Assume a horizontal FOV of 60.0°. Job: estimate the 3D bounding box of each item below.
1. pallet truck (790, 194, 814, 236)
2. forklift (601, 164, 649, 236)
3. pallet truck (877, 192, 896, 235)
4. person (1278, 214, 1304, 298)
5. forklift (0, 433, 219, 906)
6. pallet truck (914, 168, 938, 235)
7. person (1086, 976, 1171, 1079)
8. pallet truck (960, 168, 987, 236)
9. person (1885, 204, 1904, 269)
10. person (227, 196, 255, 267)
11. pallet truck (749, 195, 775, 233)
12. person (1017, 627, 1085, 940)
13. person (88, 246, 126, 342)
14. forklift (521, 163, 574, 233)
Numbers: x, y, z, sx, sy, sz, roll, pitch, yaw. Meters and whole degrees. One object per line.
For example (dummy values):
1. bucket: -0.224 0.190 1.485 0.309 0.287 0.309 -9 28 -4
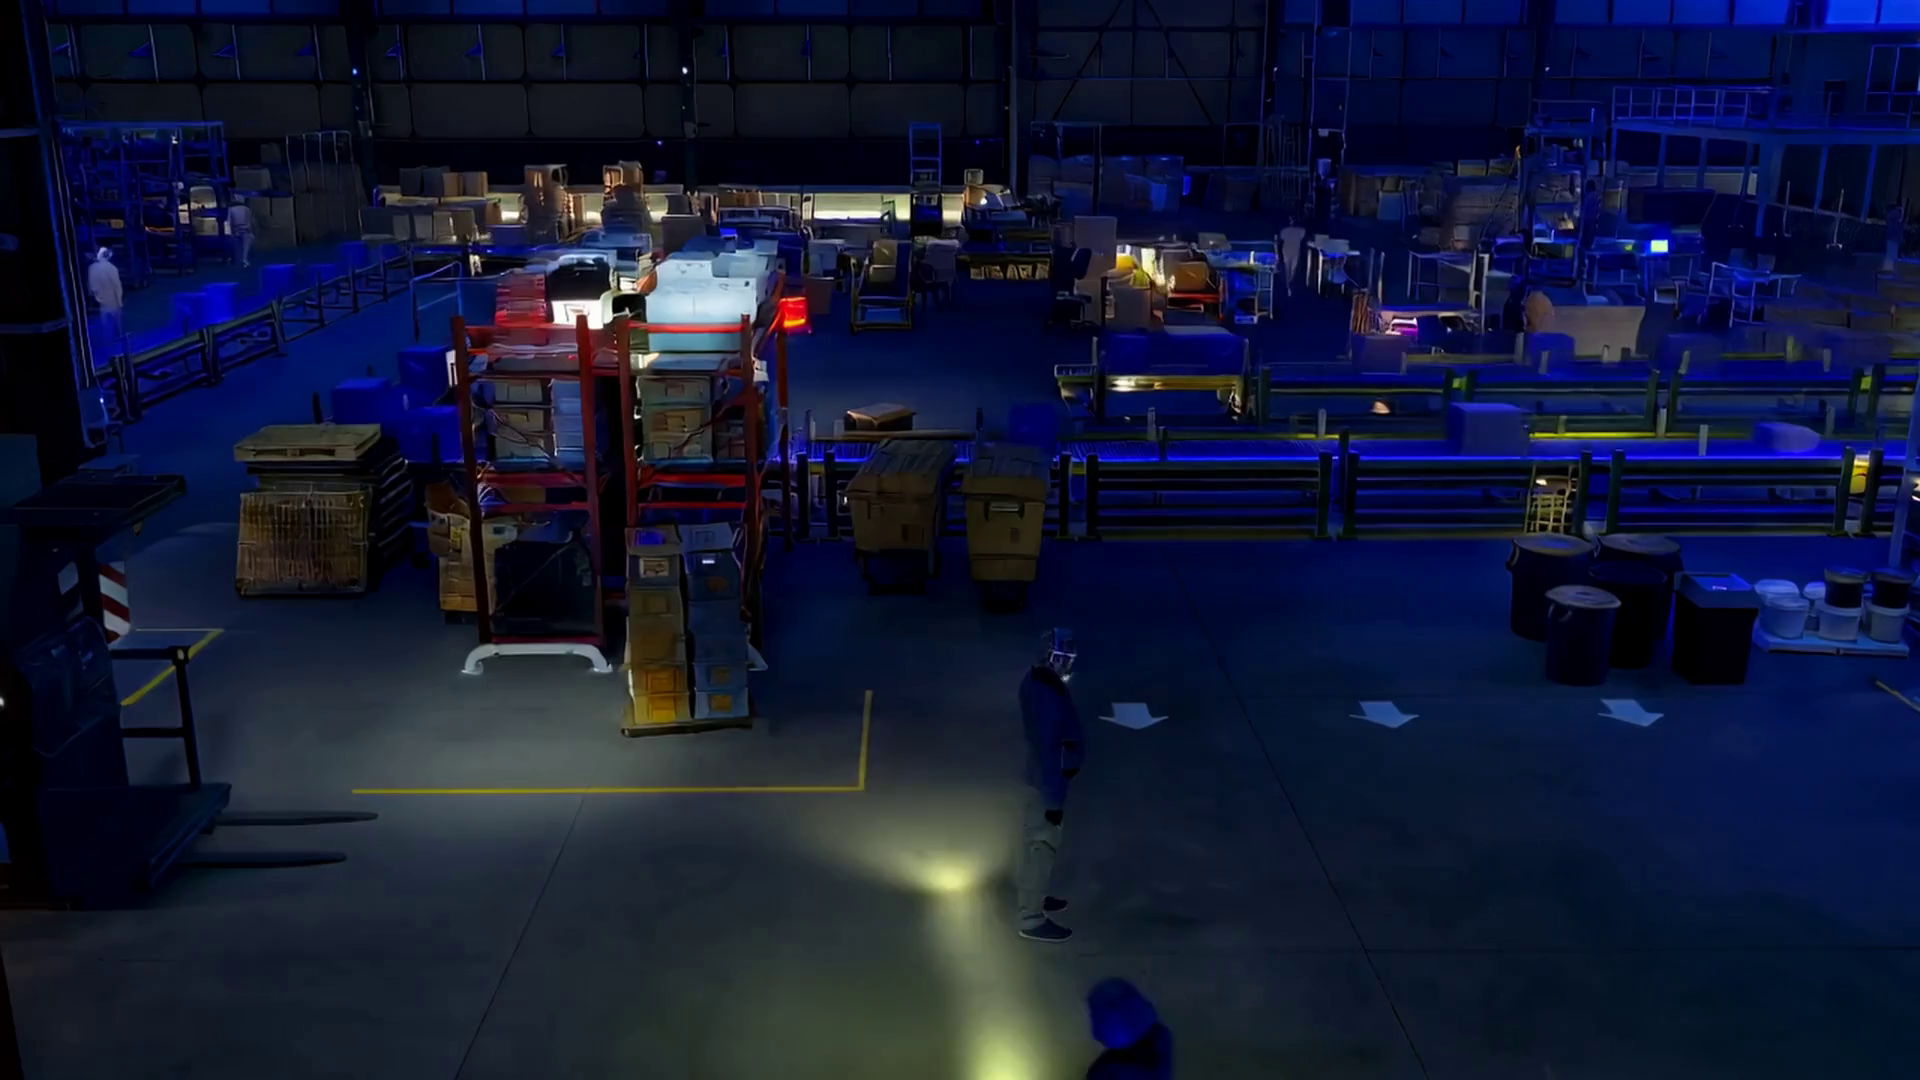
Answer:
1. pallet truck: -4.814 -9.883 50.259 0.704 1.261 1.522 -1 16 -3
2. forklift: -9.948 -10.127 49.296 1.157 1.987 2.680 -1 16 -3
3. pallet truck: -2.277 -9.986 50.594 0.653 1.274 1.630 0 16 -1
4. person: 7.360 -6.271 36.775 0.547 1.811 0.966 -2 16 -5
5. forklift: -5.952 0.780 10.366 1.873 2.768 1.129 0 16 -1
6. pallet truck: -0.989 -10.316 50.507 0.823 1.965 1.885 1 16 3
7. person: 0.699 2.488 6.741 0.515 1.580 0.890 -13 20 -37
8. pallet truck: 0.383 -10.230 50.206 0.823 1.965 1.885 -1 16 -3
9. person: 22.466 -7.182 40.020 0.300 1.772 0.532 2 16 6
10. person: -18.140 -7.767 41.964 0.603 1.813 0.687 0 16 -2
11. pallet truck: -6.051 -9.967 50.660 0.680 1.201 1.601 0 16 -1
12. person: 0.541 1.429 9.869 0.395 1.900 0.641 -1 16 -4
13. person: -15.186 -4.290 29.732 0.643 1.905 0.400 6 17 20
14. forklift: -12.233 -10.122 49.298 1.157 1.987 2.680 0 16 -1
